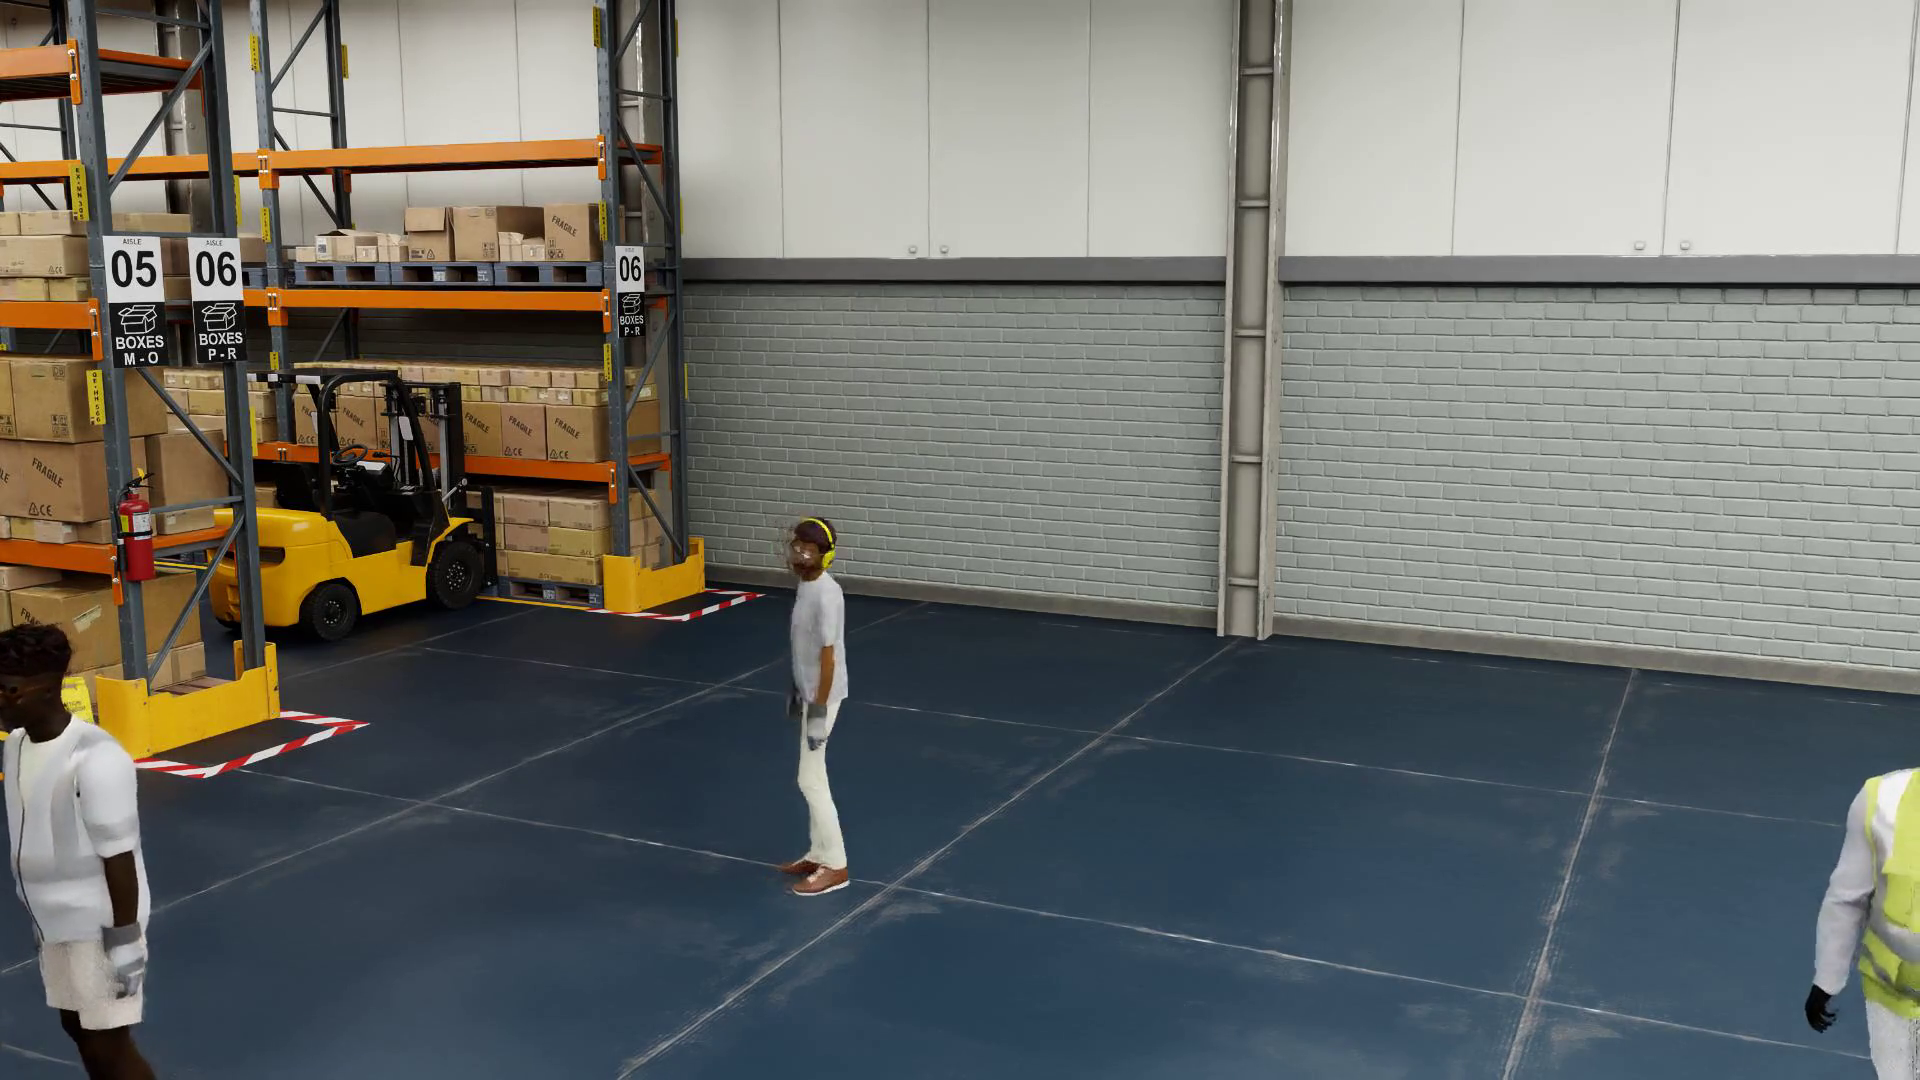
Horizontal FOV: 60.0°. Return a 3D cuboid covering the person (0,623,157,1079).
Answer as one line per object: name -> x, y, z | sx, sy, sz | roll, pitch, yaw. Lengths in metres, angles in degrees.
person -> -2.833, 1.212, 5.329 | 0.623, 1.944, 0.435 | 6, 11, 32

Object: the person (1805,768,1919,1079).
person -> 2.804, 1.359, 4.801 | 0.746, 1.817, 0.649 | -8, 12, -41

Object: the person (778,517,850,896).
person -> -0.710, 0.799, 8.144 | 0.365, 1.846, 0.567 | -2, 9, -10
